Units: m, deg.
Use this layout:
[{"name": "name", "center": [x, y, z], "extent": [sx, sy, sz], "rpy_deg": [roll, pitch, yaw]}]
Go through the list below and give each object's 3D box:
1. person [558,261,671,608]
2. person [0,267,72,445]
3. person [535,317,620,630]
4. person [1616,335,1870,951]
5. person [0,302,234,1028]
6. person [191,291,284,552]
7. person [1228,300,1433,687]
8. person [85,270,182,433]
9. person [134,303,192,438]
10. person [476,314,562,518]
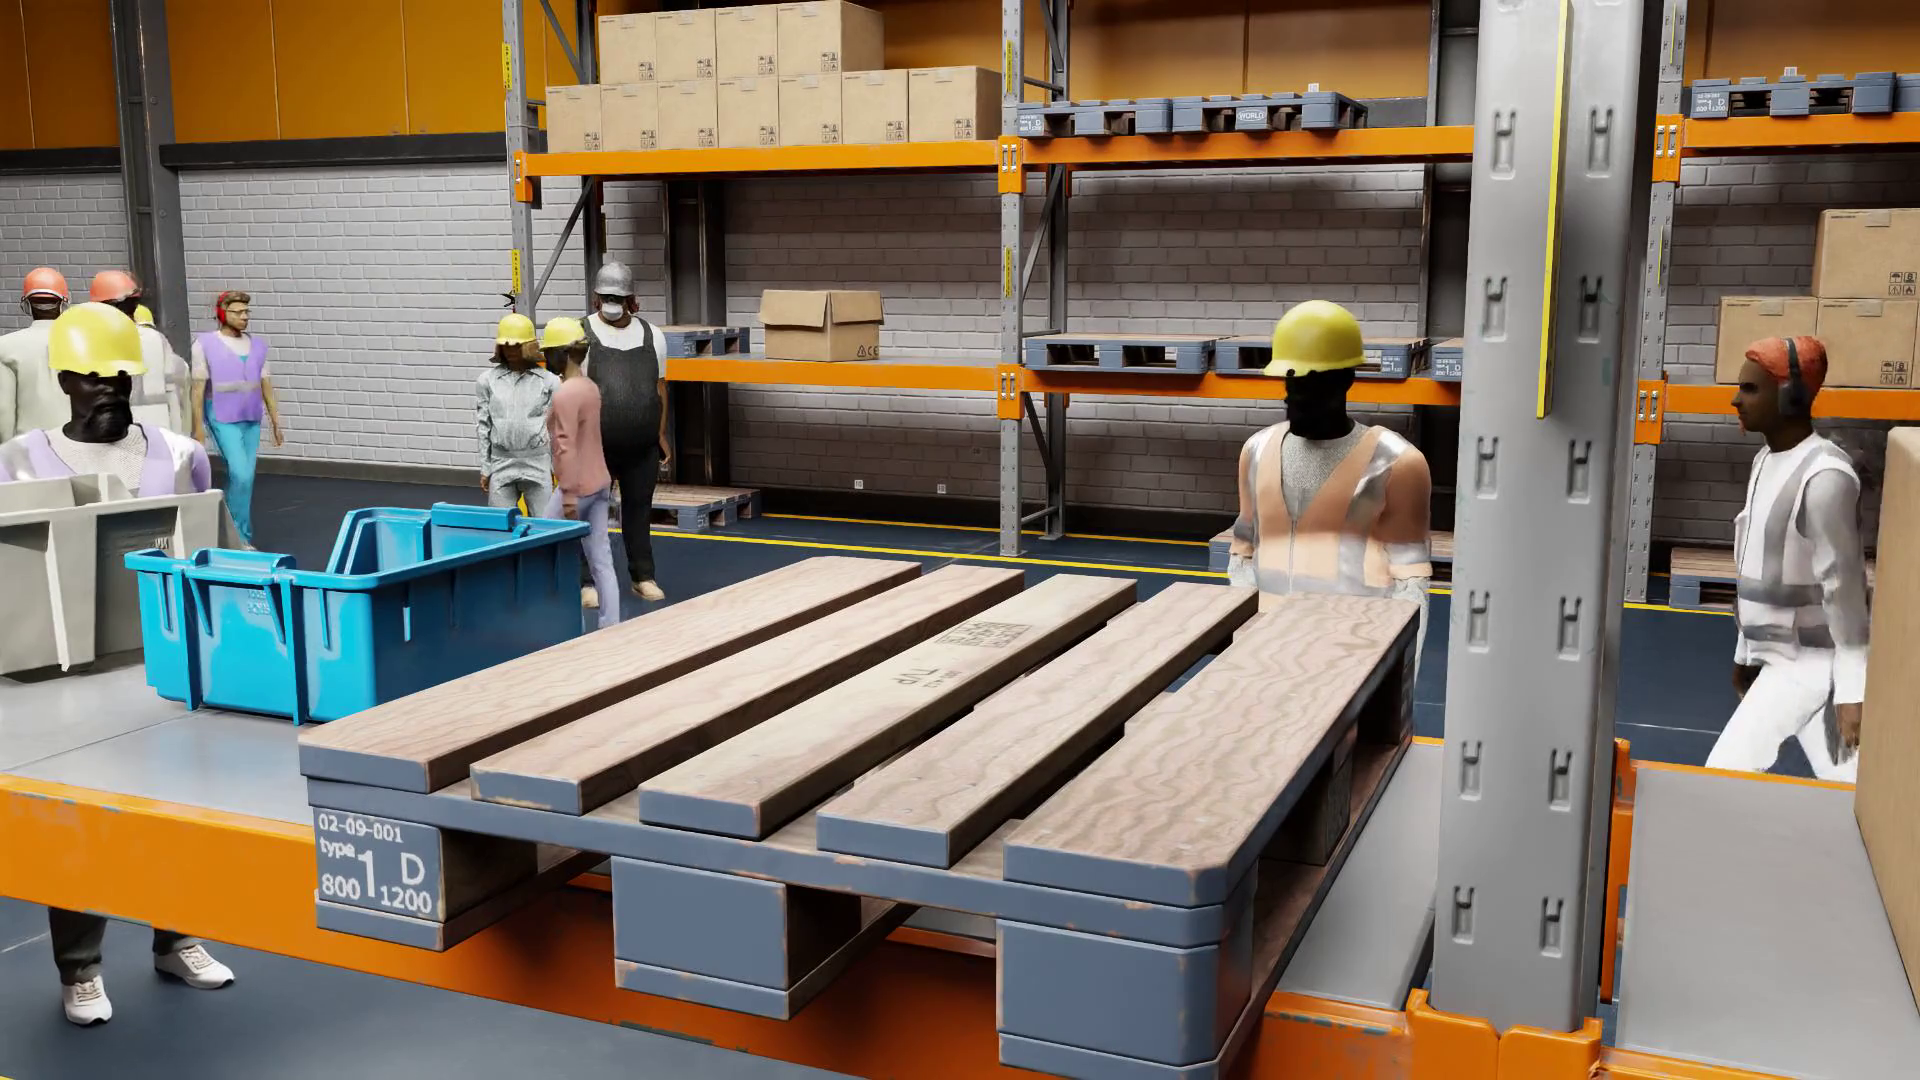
[{"name": "person", "center": [-2.004, -0.626, 9.821], "extent": [0.680, 2.000, 0.536], "rpy_deg": [-6, 11, -31]}, {"name": "person", "center": [-5.106, -0.537, 9.424], "extent": [0.623, 1.992, 0.396], "rpy_deg": [-6, 11, -33]}, {"name": "person", "center": [-2.006, -0.259, 8.491], "extent": [0.594, 1.736, 0.539], "rpy_deg": [1, 10, 8]}, {"name": "person", "center": [2.436, 0.333, 4.739], "extent": [1.024, 1.831, 0.585], "rpy_deg": [2, 10, 14]}, {"name": "person", "center": [-2.251, 0.333, 4.442], "extent": [0.589, 1.919, 0.394], "rpy_deg": [-9, 13, -44]}, {"name": "person", "center": [-4.871, -0.767, 11.285], "extent": [0.549, 1.827, 0.605], "rpy_deg": [5, 11, 26]}, {"name": "person", "center": [0.950, 0.326, 4.465], "extent": [0.386, 1.922, 0.594], "rpy_deg": [-9, 13, -43]}, {"name": "person", "center": [-4.925, -0.630, 10.041], "extent": [1.054, 1.989, 0.611], "rpy_deg": [1, 9, 3]}, {"name": "person", "center": [-5.096, -0.598, 10.440], "extent": [0.950, 1.781, 0.614], "rpy_deg": [7, 12, 35]}, {"name": "person", "center": [-2.473, -0.400, 9.378], "extent": [0.483, 1.737, 0.312], "rpy_deg": [-2, 10, -11]}]
